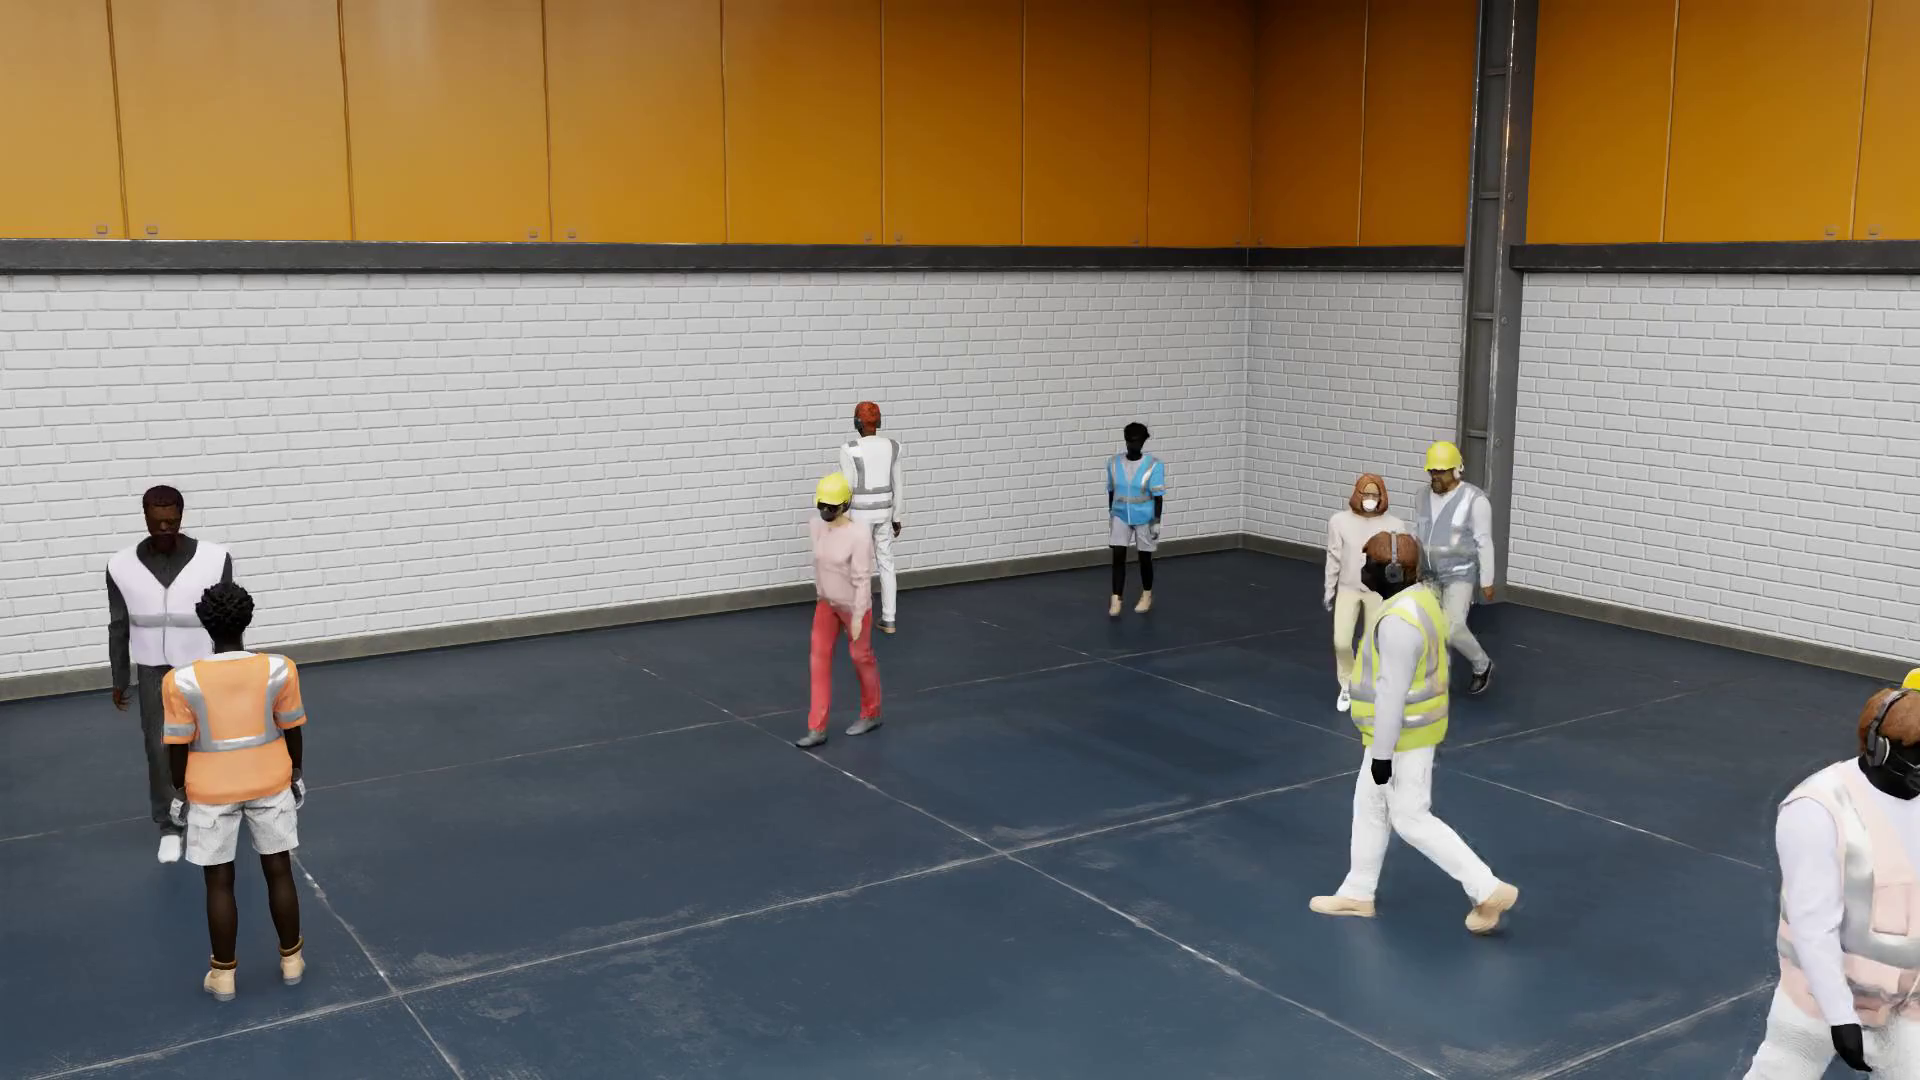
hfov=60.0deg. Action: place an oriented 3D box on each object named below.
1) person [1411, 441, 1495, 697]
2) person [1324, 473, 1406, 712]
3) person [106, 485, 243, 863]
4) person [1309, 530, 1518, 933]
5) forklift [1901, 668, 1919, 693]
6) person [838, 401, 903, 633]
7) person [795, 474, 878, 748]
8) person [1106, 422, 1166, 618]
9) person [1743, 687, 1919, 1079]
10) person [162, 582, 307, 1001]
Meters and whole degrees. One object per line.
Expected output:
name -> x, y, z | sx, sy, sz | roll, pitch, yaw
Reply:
person -> 3.311, 0.221, 11.222 | 0.552, 1.803, 0.607 | -6, 11, -34
person -> 2.640, 0.365, 10.849 | 0.520, 1.616, 0.393 | 3, 10, 16
person -> -3.992, 0.627, 8.508 | 0.619, 1.887, 0.770 | -3, 10, -17
person -> 2.033, 0.858, 7.348 | 0.845, 1.814, 0.635 | 3, 10, 19
forklift -> 5.511, 0.571, 7.906 | 2.313, 2.155, 1.214 | -6, 11, -33
person -> -0.721, -0.170, 13.296 | 0.586, 1.883, 0.340 | -6, 11, -33
person -> -0.741, 0.428, 10.214 | 0.537, 1.698, 0.839 | 6, 11, 34
person -> 1.458, -0.169, 13.928 | 0.550, 1.652, 0.778 | 4, 10, 23
person -> 2.620, 1.292, 4.806 | 0.612, 1.790, 1.018 | -2, 10, -12
person -> -2.925, 1.011, 6.749 | 0.541, 1.696, 0.316 | -6, 11, -33
